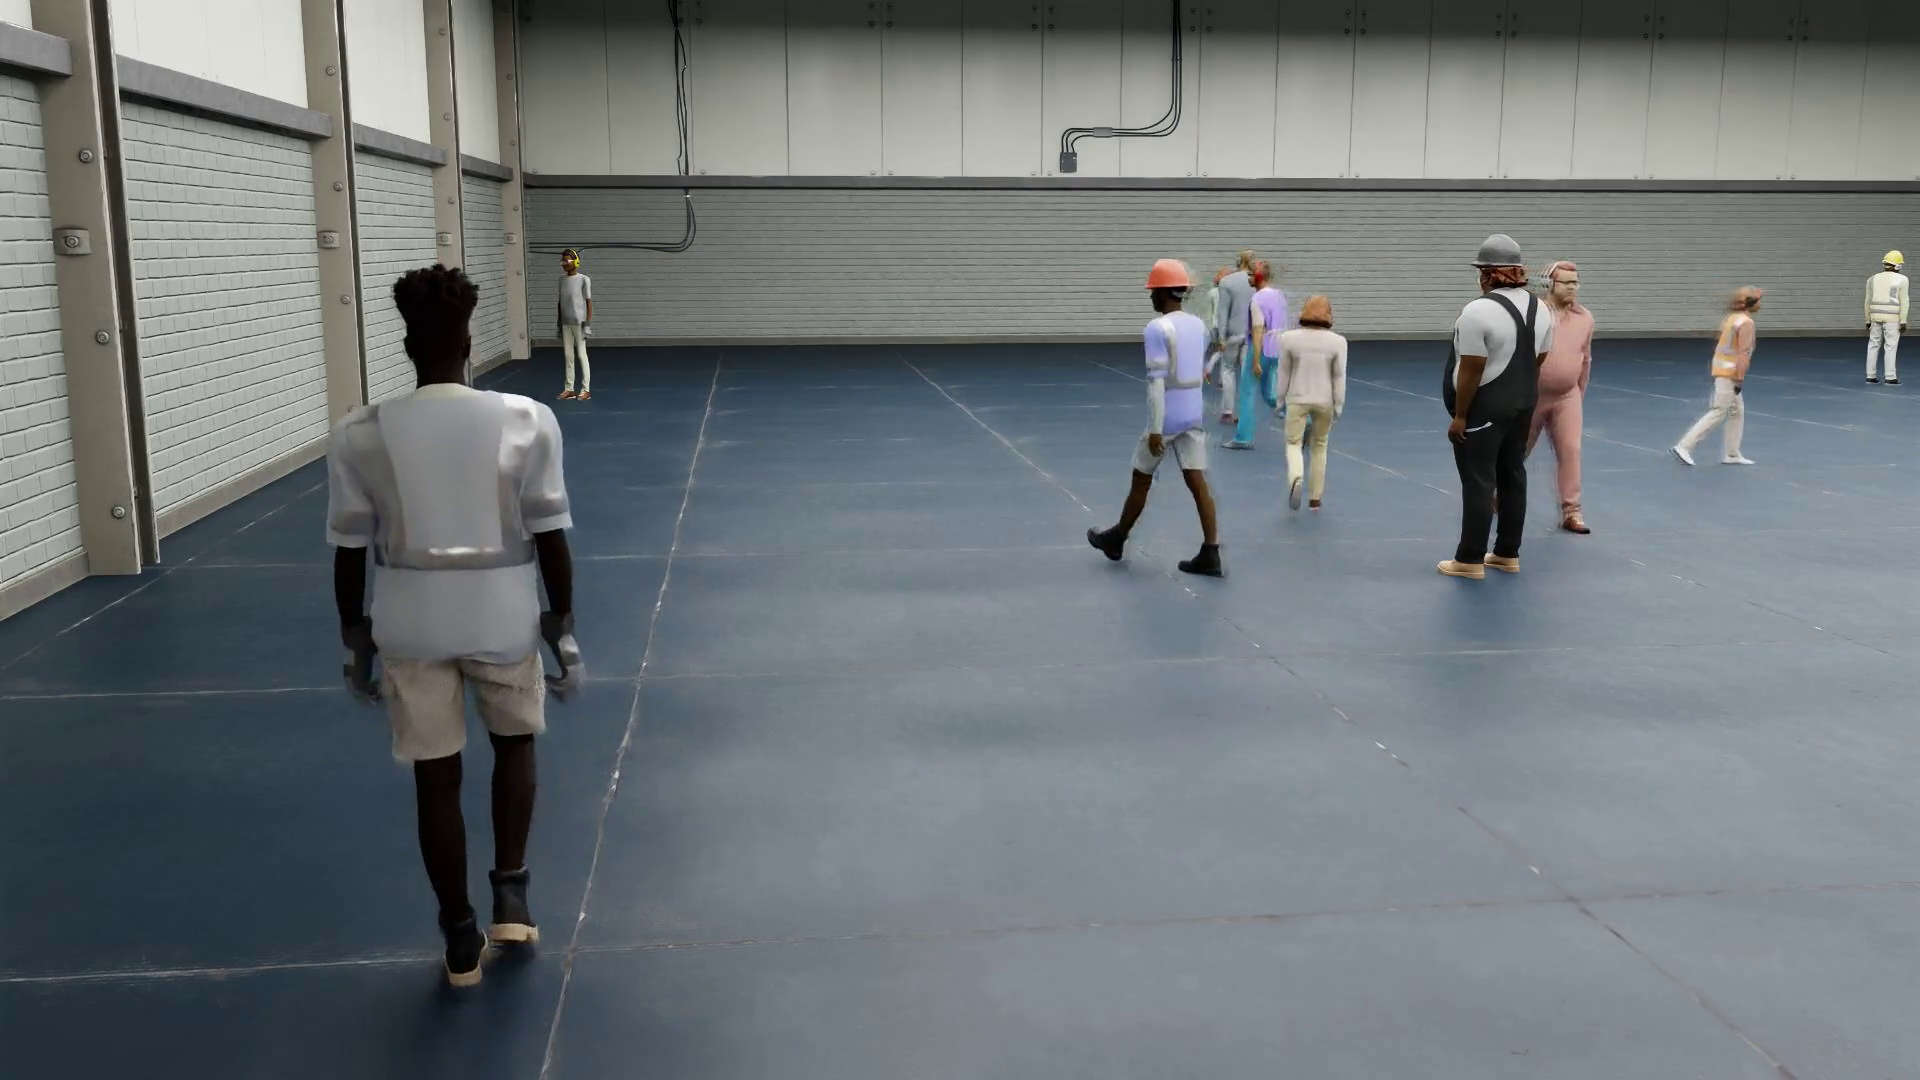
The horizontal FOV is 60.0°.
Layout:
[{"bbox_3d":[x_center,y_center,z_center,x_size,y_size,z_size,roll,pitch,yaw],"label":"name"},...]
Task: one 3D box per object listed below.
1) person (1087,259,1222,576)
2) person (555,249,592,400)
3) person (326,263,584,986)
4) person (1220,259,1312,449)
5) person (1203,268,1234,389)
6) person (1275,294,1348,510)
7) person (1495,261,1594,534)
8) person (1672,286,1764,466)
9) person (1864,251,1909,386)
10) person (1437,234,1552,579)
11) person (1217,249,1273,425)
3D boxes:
[{"bbox_3d":[1.237,-0.752,10.115,0.576,1.881,1.004,-9,14,-41],"label":"person"},{"bbox_3d":[-4.816,-2.675,20.700,0.520,1.874,0.327,5,11,24],"label":"person"},{"bbox_3d":[-1.364,0.233,4.531,0.645,1.949,0.465,-3,11,-15],"label":"person"},{"bbox_3d":[2.917,-1.741,15.733,0.790,1.819,0.579,7,12,33],"label":"person"},{"bbox_3d":[3.490,-2.802,22.095,0.394,1.618,0.505,-7,13,-34],"label":"person"},{"bbox_3d":[2.568,-0.993,12.184,0.505,1.610,0.622,2,11,11],"label":"person"},{"bbox_3d":[4.112,-1.025,11.699,0.651,1.862,0.986,-1,10,-4],"label":"person"},{"bbox_3d":[6.725,-1.447,14.731,0.686,1.602,0.531,2,11,13],"label":"person"},{"bbox_3d":[12.662,-3.023,22.713,0.404,1.835,0.590,-5,12,-27],"label":"person"},{"bbox_3d":[3.140,-0.796,9.936,0.684,2.000,0.538,-7,12,-33],"label":"person"},{"bbox_3d":[3.062,-2.180,17.968,0.646,1.876,0.836,-1,10,-6],"label":"person"}]
